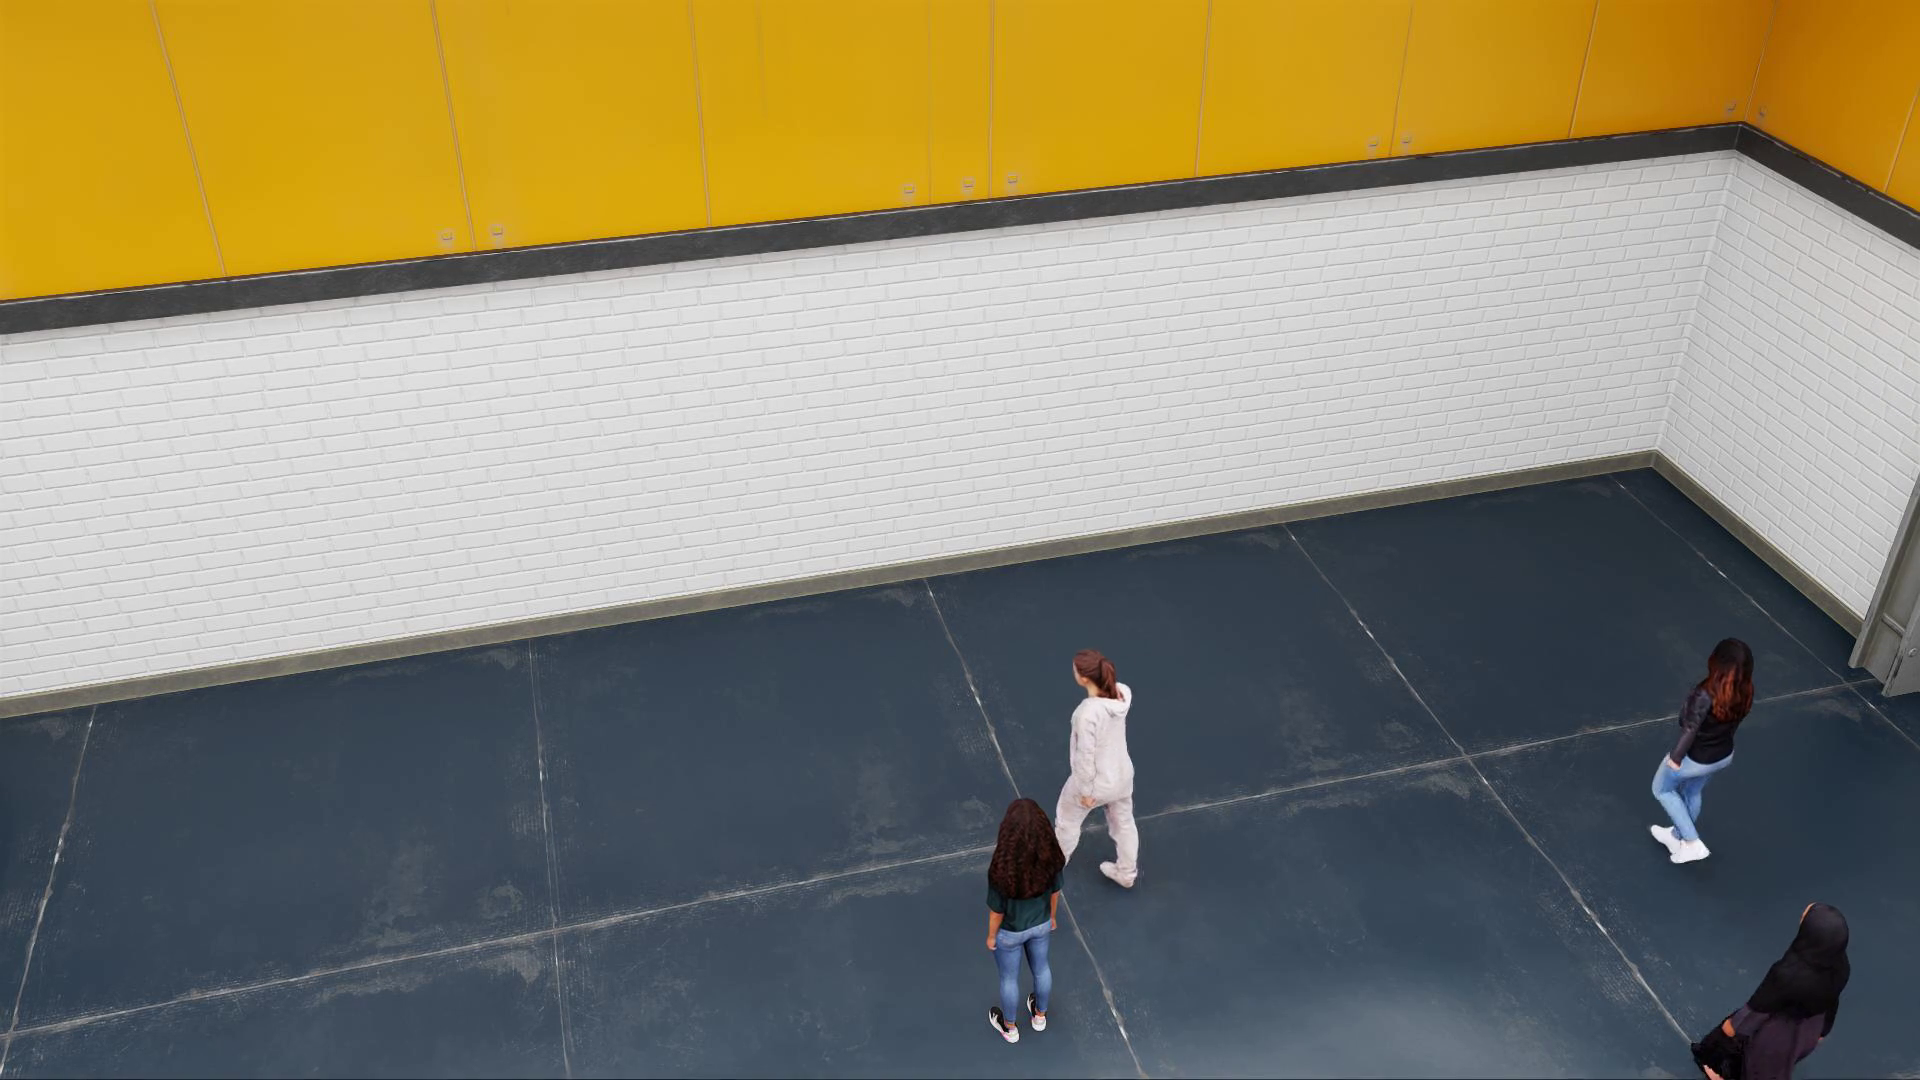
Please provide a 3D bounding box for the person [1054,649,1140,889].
[{"bbox_3d":[0.892,1.403,9.706,1.028,1.656,0.913,29,43,36],"label":"person"}]

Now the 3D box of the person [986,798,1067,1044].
[{"bbox_3d":[0.328,2.019,8.816,0.625,1.616,0.623,-13,36,-18],"label":"person"}]

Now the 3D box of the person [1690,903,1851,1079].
[{"bbox_3d":[4.100,2.454,8.166,0.744,1.611,1.022,-17,37,-24],"label":"person"}]

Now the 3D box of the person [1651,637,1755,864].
[{"bbox_3d":[4.450,1.308,9.881,0.706,1.621,0.753,-14,36,-20],"label":"person"}]
